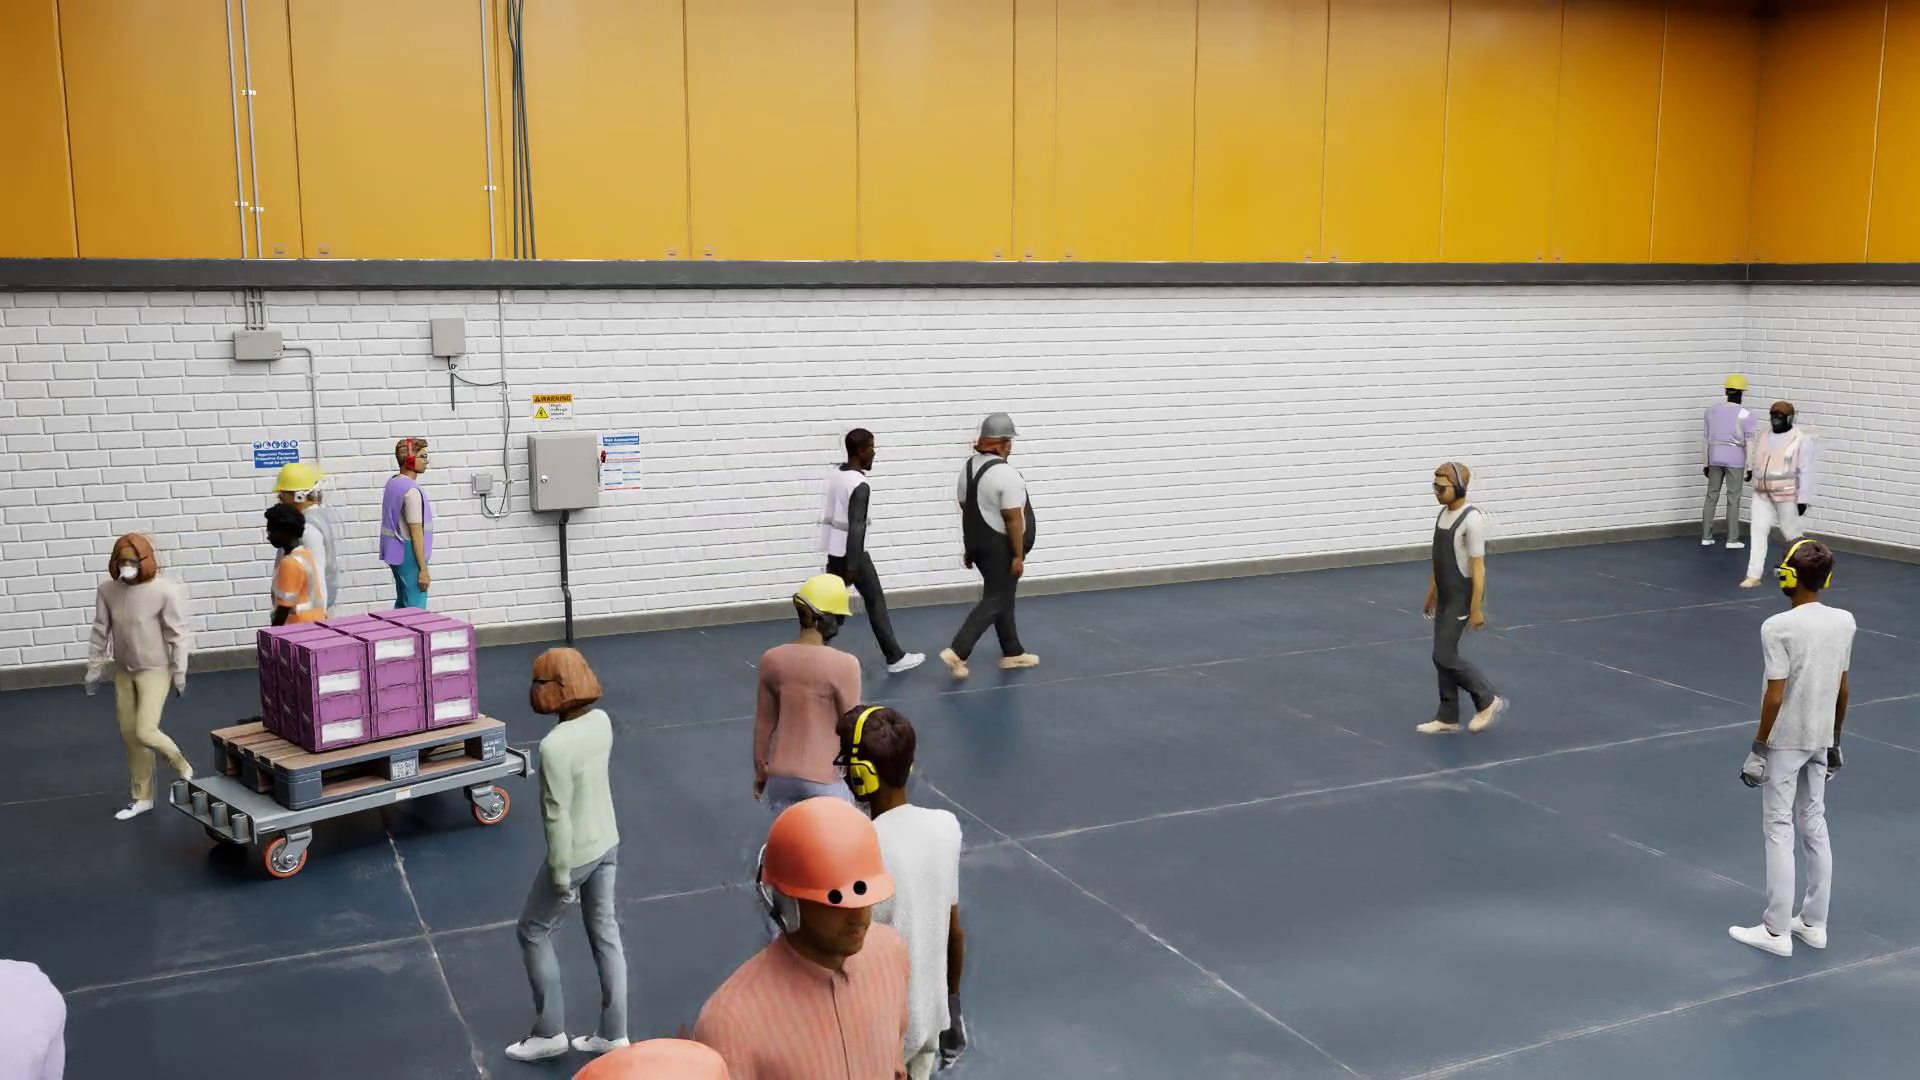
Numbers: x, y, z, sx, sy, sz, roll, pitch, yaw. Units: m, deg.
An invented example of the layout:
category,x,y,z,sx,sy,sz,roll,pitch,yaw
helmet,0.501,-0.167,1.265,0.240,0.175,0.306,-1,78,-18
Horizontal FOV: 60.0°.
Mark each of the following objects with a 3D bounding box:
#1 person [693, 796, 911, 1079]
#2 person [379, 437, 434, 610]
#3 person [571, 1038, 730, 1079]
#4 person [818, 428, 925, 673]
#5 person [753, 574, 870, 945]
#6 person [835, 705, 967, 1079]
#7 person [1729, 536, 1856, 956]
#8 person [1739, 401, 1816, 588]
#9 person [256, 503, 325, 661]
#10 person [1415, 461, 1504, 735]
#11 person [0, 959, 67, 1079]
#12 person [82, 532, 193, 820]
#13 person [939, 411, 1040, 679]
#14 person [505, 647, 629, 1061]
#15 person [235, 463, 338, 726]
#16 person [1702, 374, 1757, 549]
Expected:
category,x,y,z,sx,sy,sz,roll,pitch,yaw
person,-0.236,1.503,3.504,0.970,1.946,0.643,9,13,43
person,-4.007,0.176,12.079,0.374,1.843,0.569,-6,11,-33
person,-0.432,1.661,2.291,0.390,2.034,0.605,-4,10,-23
person,-0.719,0.100,12.484,0.967,1.873,0.602,-5,10,-28
person,-0.632,1.015,7.194,0.577,1.740,0.403,6,11,31
person,-0.165,1.371,4.646,0.471,1.849,0.554,8,12,41
person,3.719,0.916,7.417,0.532,1.868,0.310,-3,10,-21
person,7.966,-0.445,16.086,0.875,1.820,0.635,-6,11,-31
person,-4.006,0.585,10.154,0.863,1.654,0.530,-4,10,-23
person,3.235,0.391,10.809,0.454,1.826,0.504,-1,9,-5
person,-2.072,1.549,3.339,0.384,1.929,0.657,3,10,19
person,-4.553,0.751,9.229,0.547,1.618,0.378,2,9,15
person,0.217,0.018,12.457,0.921,2.000,0.687,-5,11,-30
person,-1.532,1.207,6.406,0.585,1.612,0.499,3,10,19
person,-4.337,0.367,11.105,0.926,1.793,0.599,-3,10,-16
person,8.462,-0.864,18.322,0.404,1.918,0.589,-7,12,-38
